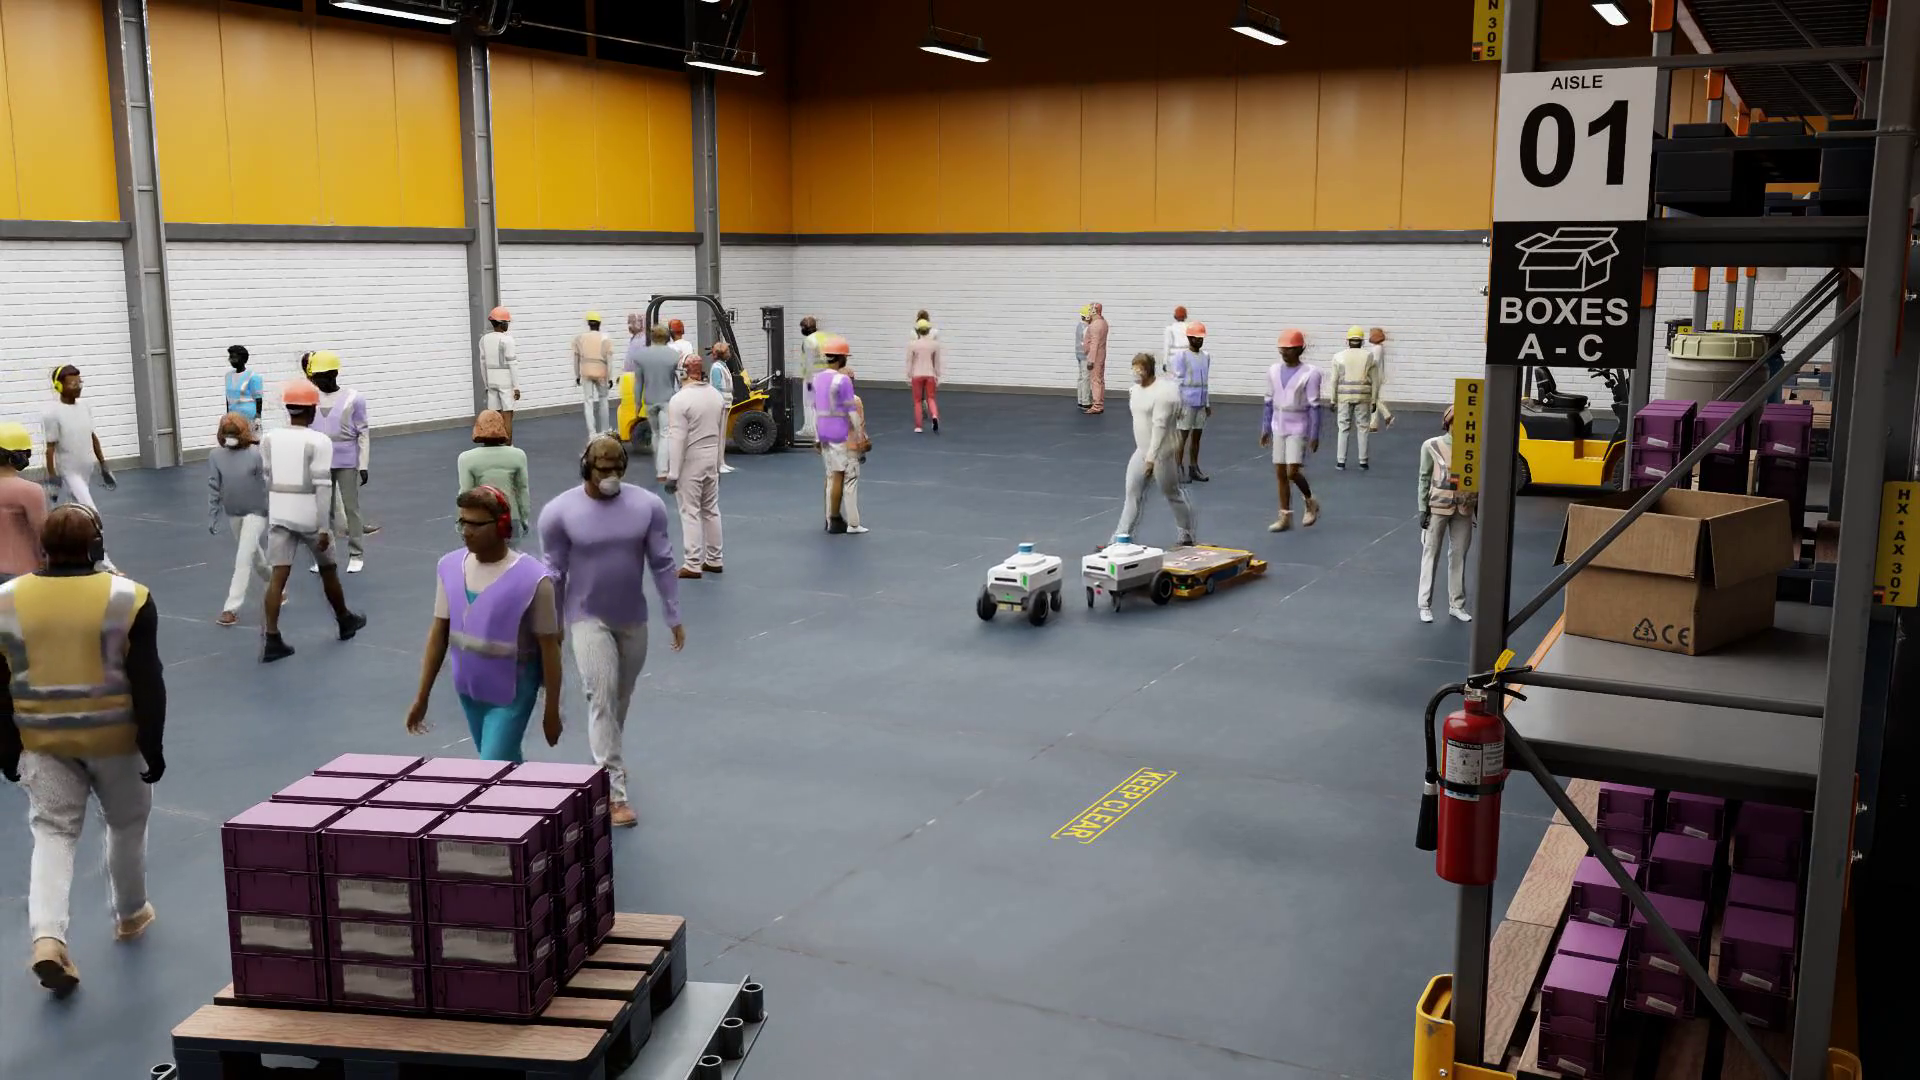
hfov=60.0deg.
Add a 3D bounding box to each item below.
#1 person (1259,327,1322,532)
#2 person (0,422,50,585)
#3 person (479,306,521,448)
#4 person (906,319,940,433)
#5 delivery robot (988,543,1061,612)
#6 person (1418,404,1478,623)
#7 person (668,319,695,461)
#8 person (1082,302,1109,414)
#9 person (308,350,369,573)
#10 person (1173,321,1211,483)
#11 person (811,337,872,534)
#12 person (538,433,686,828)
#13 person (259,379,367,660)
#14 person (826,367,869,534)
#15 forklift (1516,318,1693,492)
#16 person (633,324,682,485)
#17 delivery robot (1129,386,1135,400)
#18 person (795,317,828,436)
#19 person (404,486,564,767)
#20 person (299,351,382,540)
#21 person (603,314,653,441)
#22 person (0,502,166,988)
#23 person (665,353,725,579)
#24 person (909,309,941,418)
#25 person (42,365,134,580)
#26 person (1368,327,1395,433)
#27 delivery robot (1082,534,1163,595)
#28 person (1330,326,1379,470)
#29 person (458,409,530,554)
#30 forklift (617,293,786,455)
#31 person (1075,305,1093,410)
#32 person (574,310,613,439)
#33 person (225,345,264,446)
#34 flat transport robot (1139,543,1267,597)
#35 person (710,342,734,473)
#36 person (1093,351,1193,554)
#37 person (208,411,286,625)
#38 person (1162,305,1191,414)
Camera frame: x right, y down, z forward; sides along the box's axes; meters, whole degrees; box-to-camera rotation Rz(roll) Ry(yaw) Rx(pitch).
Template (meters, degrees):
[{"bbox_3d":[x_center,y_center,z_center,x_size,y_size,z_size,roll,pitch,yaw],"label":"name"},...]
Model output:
[{"bbox_3d":[3.256,-1.078,16.359,0.507,2.031,0.625,-8,13,-39],"label":"person"},{"bbox_3d":[-5.515,0.193,9.756,0.533,1.767,0.326,2,10,14],"label":"person"},{"bbox_3d":[-6.050,-2.063,22.008,0.614,2.042,0.373,6,11,30],"label":"person"},{"bbox_3d":[-0.549,-2.482,25.292,0.534,1.755,0.512,-3,10,-17],"label":"person"},{"bbox_3d":[0.494,0.269,12.543,0.477,0.478,0.707,5,11,26],"label":"delivery robot"},{"bbox_3d":[3.656,-0.202,12.404,0.512,1.640,0.309,-1,10,-7],"label":"person"},{"bbox_3d":[-3.702,-1.978,21.991,0.362,1.881,0.575,4,10,20],"label":"person"},{"bbox_3d":[2.302,-3.102,28.423,0.409,1.909,0.640,3,10,19],"label":"person"},{"bbox_3d":[-5.371,-0.667,14.267,0.593,1.925,0.384,1,10,4],"label":"person"},{"bbox_3d":[2.802,-1.645,19.898,0.553,1.935,0.364,-7,12,-36],"label":"person"},{"bbox_3d":[-1.179,-1.022,16.311,0.438,1.927,0.565,-7,12,-37],"label":"person"},{"bbox_3d":[-1.758,0.391,8.278,0.654,1.899,0.943,-6,11,-30],"label":"person"},{"bbox_3d":[-4.540,-0.162,11.484,0.569,1.876,1.013,2,10,9],"label":"person"},{"bbox_3d":[-1.139,-0.876,16.293,0.521,1.645,0.306,7,12,34],"label":"person"},{"bbox_3d":[7.066,-1.601,18.899,2.313,2.155,1.214,5,11,27],"label":"forklift"},{"bbox_3d":[-3.536,-1.641,19.988,0.646,1.896,0.928,2,10,10],"label":"person"},{"bbox_3d":[3.291,-2.595,29.125,0.707,0.478,0.477,-9,14,-43],"label":"delivery robot"},{"bbox_3d":[-2.100,-2.427,24.846,0.777,1.800,0.674,5,11,24],"label":"person"},{"bbox_3d":[-1.980,0.686,6.781,0.580,1.806,0.905,6,12,33],"label":"person"},{"bbox_3d":[-6.113,-0.884,15.852,0.996,1.815,0.549,-1,10,-5],"label":"person"},{"bbox_3d":[-4.774,-2.379,24.377,0.972,1.853,0.652,-4,10,-20],"label":"person"},{"bbox_3d":[-3.360,0.761,6.341,0.630,1.811,0.875,-2,10,-13],"label":"person"},{"bbox_3d":[-2.265,-0.631,14.117,0.403,1.905,0.650,5,11,29],"label":"person"},{"bbox_3d":[-0.589,-2.898,27.485,0.526,1.827,0.704,1,10,8],"label":"person"},{"bbox_3d":[-7.430,-0.561,13.925,0.942,1.835,0.514,1,10,7],"label":"person"},{"bbox_3d":[6.386,-2.442,25.401,0.411,1.620,0.519,4,11,23],"label":"person"},{"bbox_3d":[1.265,0.200,12.941,0.477,0.478,0.707,9,13,41],"label":"delivery robot"},{"bbox_3d":[4.985,-1.791,21.053,0.600,1.827,0.404,2,10,10],"label":"person"},{"bbox_3d":[-3.340,-0.121,11.950,0.508,1.632,0.264,-6,11,-30],"label":"person"},{"bbox_3d":[-3.588,-2.317,23.042,2.313,2.155,1.214,-1,10,-5],"label":"forklift"},{"bbox_3d":[2.234,-3.207,29.245,0.404,1.833,0.593,-2,10,-11],"label":"person"},{"bbox_3d":[-5.426,-2.459,24.748,0.597,1.889,0.892,-1,10,-5],"label":"person"},{"bbox_3d":[-8.274,-1.409,19.222,0.540,1.696,0.317,4,11,23],"label":"person"},{"bbox_3d":[1.947,0.236,13.828,0.652,0.197,1.431,7,12,35],"label":"flat transport robot"},{"bbox_3d":[-2.992,-1.659,20.841,0.310,1.638,0.523,0,10,1],"label":"person"},{"bbox_3d":[1.723,-0.757,14.954,1.051,1.876,0.653,-5,11,-28],"label":"person"},{"bbox_3d":[-5.334,-0.179,12.431,0.515,1.581,0.853,3,10,15],"label":"person"},{"bbox_3d":[3.728,-3.031,28.134,0.602,1.866,0.687,0,10,-2],"label":"person"}]
